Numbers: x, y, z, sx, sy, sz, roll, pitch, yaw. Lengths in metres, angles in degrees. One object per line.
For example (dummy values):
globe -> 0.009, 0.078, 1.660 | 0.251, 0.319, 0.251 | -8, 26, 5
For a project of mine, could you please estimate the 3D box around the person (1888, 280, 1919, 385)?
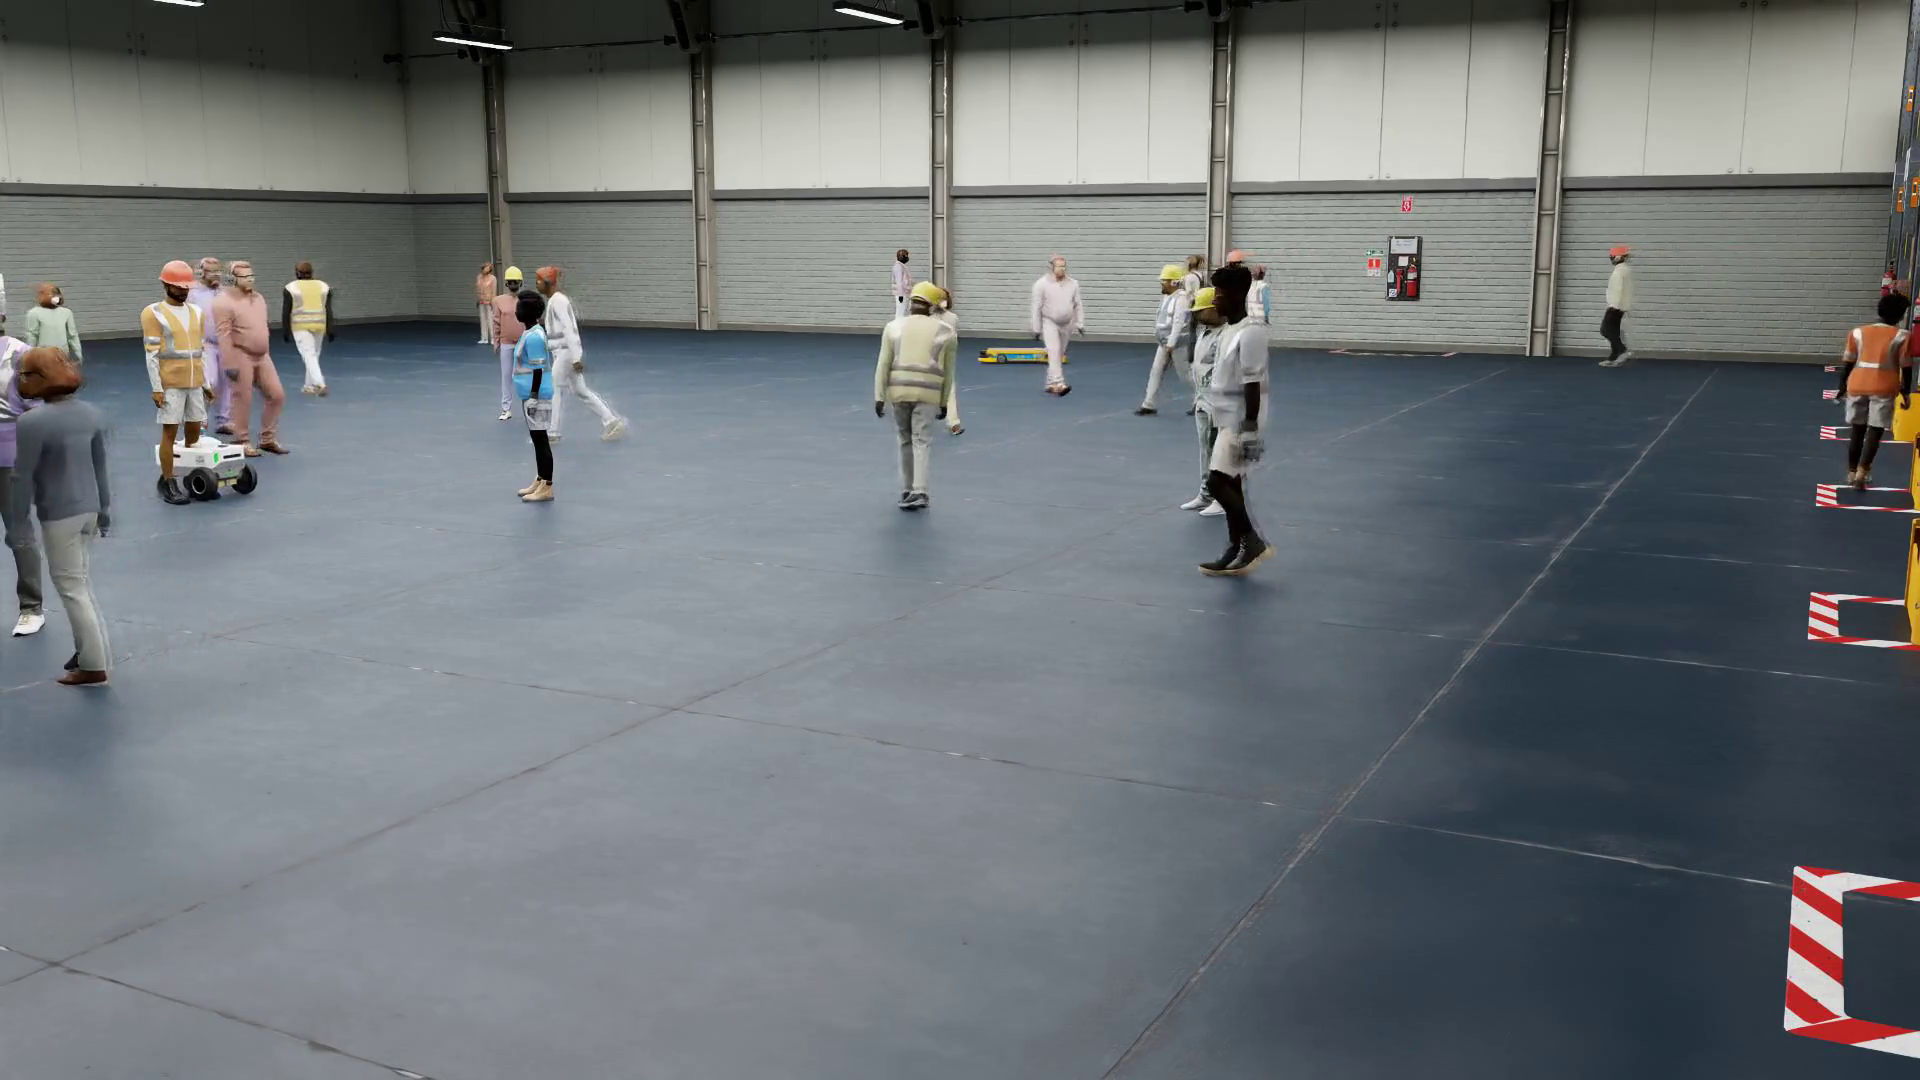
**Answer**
person -> 11.360, -2.347, 20.145 | 0.532, 1.596, 0.862 | -5, 12, -26

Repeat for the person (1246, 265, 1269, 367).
person -> 4.820, -3.629, 27.013 | 0.305, 1.639, 0.522 | -7, 12, -32

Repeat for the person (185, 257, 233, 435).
person -> -7.944, -2.055, 17.729 | 0.425, 1.892, 0.674 | 7, 12, 33

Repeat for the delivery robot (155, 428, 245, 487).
delivery robot -> -6.220, -0.674, 13.608 | 0.707, 0.478, 0.477 | 4, 11, 22

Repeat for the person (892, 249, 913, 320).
person -> -1.177, -5.041, 34.163 | 0.429, 1.842, 0.634 | 1, 10, 3

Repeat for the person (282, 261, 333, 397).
person -> -8.628, -2.798, 22.069 | 0.625, 1.807, 0.926 | -10, 14, -42

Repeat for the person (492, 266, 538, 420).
person -> -5.150, -2.275, 19.278 | 0.524, 1.772, 0.301 | -2, 11, -9

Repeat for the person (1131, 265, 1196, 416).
person -> 2.520, -2.340, 19.591 | 0.911, 1.793, 0.598 | -4, 11, -19

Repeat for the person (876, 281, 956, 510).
person -> -0.355, -1.128, 13.029 | 0.603, 1.781, 0.776 | 2, 11, 9

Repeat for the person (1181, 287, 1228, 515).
person -> 1.906, -1.057, 12.731 | 0.311, 1.735, 0.484 | -3, 11, -16

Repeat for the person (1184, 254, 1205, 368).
person -> 3.786, -3.653, 26.607 | 0.573, 1.833, 0.523 | 7, 13, 34

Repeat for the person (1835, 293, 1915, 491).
person -> 7.634, -1.237, 13.928 | 0.679, 1.653, 0.589 | -8, 13, -39

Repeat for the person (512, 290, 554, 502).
person -> -3.430, -1.157, 13.377 | 0.318, 1.699, 0.535 | -4, 11, -19

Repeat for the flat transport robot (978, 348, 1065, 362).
flat transport robot -> 1.038, -3.107, 27.905 | 1.431, 0.197, 0.652 | 1, 10, 4

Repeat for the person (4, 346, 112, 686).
person -> -4.275, -0.101, 7.847 | 0.494, 1.618, 0.502 | 1, 10, 7

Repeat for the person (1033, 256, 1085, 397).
person -> 1.341, -2.828, 22.087 | 0.644, 1.847, 1.021 | -5, 11, -25

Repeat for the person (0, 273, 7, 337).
person -> -15.382, -3.645, 26.356 | 0.544, 1.921, 0.479 | -3, 11, -16

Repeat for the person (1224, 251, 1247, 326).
person -> 4.257, -3.533, 25.837 | 0.569, 1.881, 1.013 | -10, 14, -43

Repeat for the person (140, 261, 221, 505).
person -> -6.207, -1.255, 13.282 | 0.369, 1.929, 0.542 | 5, 12, 26

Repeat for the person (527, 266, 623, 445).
person -> -3.954, -1.891, 17.042 | 0.948, 1.837, 0.610 | -3, 11, -15

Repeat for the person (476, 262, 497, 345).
person -> -9.286, -4.614, 32.495 | 0.659, 1.610, 0.317 | 7, 12, 32

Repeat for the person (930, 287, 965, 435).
person -> -0.233, -1.926, 17.885 | 0.500, 1.584, 0.896 | -5, 11, -25

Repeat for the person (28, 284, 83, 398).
person -> -10.352, -2.134, 19.010 | 0.869, 1.585, 0.509 | 6, 12, 29

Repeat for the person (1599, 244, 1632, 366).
person -> 10.653, -3.794, 26.985 | 0.467, 1.977, 0.622 | 7, 12, 33

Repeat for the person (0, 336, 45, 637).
person -> -5.166, -0.438, 8.829 | 0.595, 1.925, 0.371 | 0, 10, -1

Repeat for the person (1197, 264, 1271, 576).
person -> 1.687, -0.725, 10.320 | 0.419, 1.952, 0.647 | -1, 10, -4

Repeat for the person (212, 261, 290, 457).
person -> -6.768, -1.722, 15.953 | 0.636, 1.880, 0.670 | 4, 11, 19
